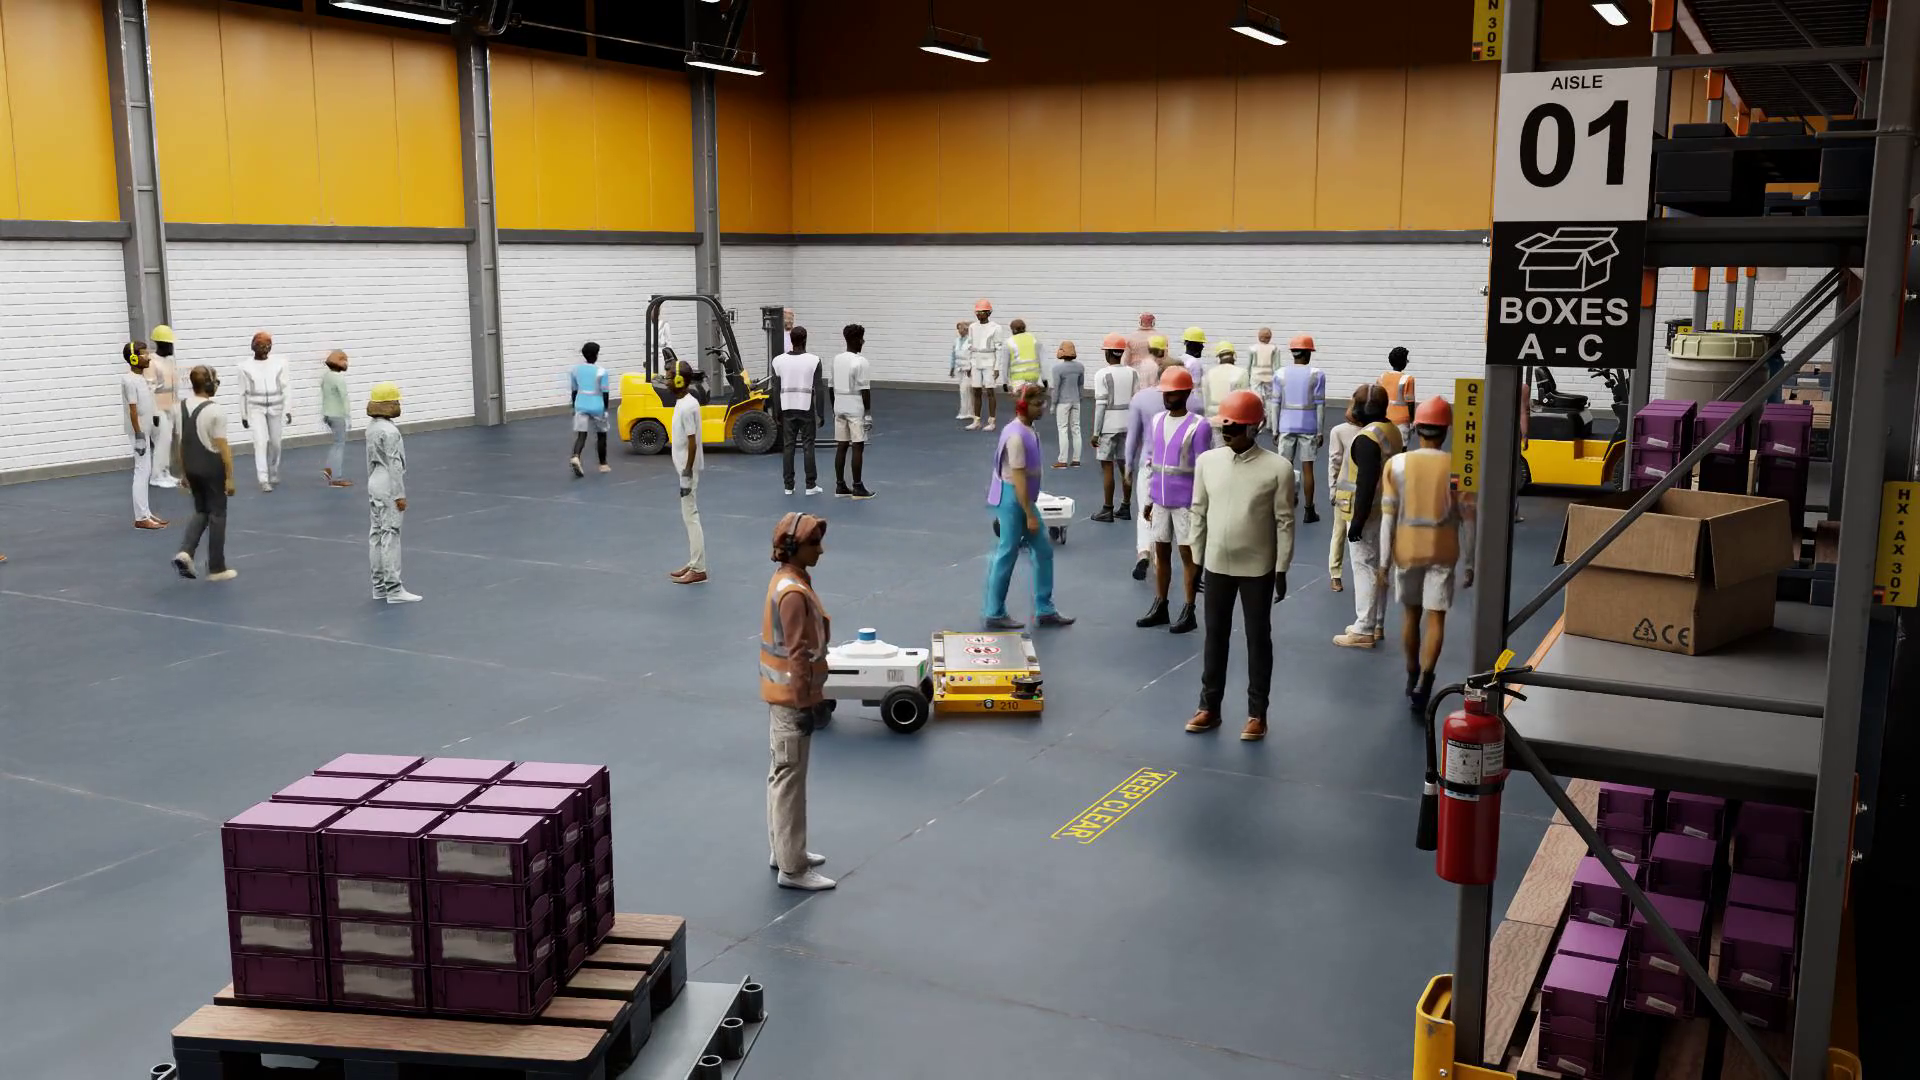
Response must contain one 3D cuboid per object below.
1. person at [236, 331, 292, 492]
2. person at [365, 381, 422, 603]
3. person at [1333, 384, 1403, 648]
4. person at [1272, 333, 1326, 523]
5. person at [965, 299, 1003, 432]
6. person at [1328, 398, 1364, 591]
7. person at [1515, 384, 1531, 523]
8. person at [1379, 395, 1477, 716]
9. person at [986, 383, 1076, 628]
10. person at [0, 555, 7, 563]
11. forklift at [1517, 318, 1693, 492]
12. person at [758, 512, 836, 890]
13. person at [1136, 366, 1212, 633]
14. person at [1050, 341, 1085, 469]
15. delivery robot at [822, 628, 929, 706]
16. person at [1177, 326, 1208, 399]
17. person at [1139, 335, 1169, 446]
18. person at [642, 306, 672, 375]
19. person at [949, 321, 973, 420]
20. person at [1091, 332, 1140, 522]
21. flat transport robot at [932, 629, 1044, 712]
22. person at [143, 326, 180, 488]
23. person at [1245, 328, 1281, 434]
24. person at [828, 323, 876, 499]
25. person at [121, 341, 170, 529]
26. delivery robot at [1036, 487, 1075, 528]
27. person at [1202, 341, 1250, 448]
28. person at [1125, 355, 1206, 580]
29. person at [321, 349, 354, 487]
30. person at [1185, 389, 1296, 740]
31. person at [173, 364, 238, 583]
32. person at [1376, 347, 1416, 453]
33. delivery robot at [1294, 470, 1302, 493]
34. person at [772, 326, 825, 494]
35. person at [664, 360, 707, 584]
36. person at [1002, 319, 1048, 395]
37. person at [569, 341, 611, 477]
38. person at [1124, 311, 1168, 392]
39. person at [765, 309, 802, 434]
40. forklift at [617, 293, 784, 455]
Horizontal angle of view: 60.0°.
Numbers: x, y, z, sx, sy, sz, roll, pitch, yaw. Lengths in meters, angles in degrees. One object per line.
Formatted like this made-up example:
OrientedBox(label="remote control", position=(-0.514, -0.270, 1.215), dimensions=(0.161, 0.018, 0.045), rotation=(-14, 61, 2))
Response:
OrientedBox(label="person", position=(-8.140, -1.521, 19.464), dimensions=(0.561, 1.854, 0.879), rotation=(-6, 11, -31))
OrientedBox(label="person", position=(-4.501, -0.378, 13.124), dimensions=(0.307, 1.745, 0.484), rotation=(-8, 13, -39))
OrientedBox(label="person", position=(2.848, -0.172, 11.648), dimensions=(0.429, 1.841, 0.633), rotation=(5, 11, 29))
OrientedBox(label="person", position=(3.455, -1.138, 16.975), dimensions=(0.545, 1.933, 0.376), rotation=(4, 11, 23))
OrientedBox(label="person", position=(0.356, -2.689, 25.635), dimensions=(0.605, 2.044, 0.375), rotation=(6, 12, 32))
OrientedBox(label="person", position=(3.236, -0.396, 13.548), dimensions=(0.499, 1.633, 0.279), rotation=(-2, 10, -11))
OrientedBox(label="person", position=(5.553, -1.051, 16.981), dimensions=(0.523, 1.760, 0.327), rotation=(7, 12, 34))
OrientedBox(label="person", position=(2.801, 0.085, 10.004), dimensions=(0.555, 1.905, 0.934), rotation=(4, 11, 22))
OrientedBox(label="person", position=(0.525, -0.223, 12.016), dimensions=(0.790, 1.806, 0.584), rotation=(3, 10, 16))
OrientedBox(label="person", position=(-8.760, -0.740, 14.656), dimensions=(0.632, 1.940, 0.372), rotation=(9, 13, 41))
OrientedBox(label="forklift", position=(7.066, -1.601, 18.899), dimensions=(2.313, 2.155, 1.214), rotation=(5, 11, 27))
OrientedBox(label="person", position=(-0.716, 0.691, 7.243), dimensions=(0.314, 1.636, 0.514), rotation=(-2, 10, -9))
OrientedBox(label="person", position=(1.553, -0.296, 12.084), dimensions=(0.544, 1.939, 0.354), rotation=(9, 14, 43))
OrientedBox(label="person", position=(1.369, -1.727, 21.250), dimensions=(0.497, 1.633, 0.285), rotation=(-7, 12, -33))
OrientedBox(label="delivery robot", position=(-0.541, 0.759, 9.705), dimensions=(0.707, 0.478, 0.477), rotation=(0, 10, 3))
OrientedBox(label="person", position=(2.581, -1.436, 18.722), dimensions=(0.381, 1.923, 0.591), rotation=(-4, 10, -20))
OrientedBox(label="person", position=(2.322, -1.673, 20.601), dimensions=(0.489, 1.742, 0.535), rotation=(-2, 10, -13))
OrientedBox(label="person", position=(-5.181, -3.087, 28.396), dimensions=(0.585, 1.882, 0.337), rotation=(6, 11, 31))
OrientedBox(label="person", position=(0.014, -2.775, 27.337), dimensions=(0.669, 1.614, 0.547), rotation=(-9, 14, -43))
OrientedBox(label="person", position=(1.567, -1.150, 17.028), dimensions=(0.552, 1.937, 0.356), rotation=(-7, 12, -35))
OrientedBox(label="flat transport robot", position=(0.154, 0.807, 10.521), dimensions=(0.652, 0.197, 1.431), rotation=(0, 10, -1))
OrientedBox(label="person", position=(-9.325, -1.558, 19.506), dimensions=(0.492, 1.901, 0.589), rotation=(1, 10, 5))
OrientedBox(label="person", position=(4.631, -2.440, 25.479), dimensions=(0.520, 1.600, 0.846), rotation=(1, 10, 7))
OrientedBox(label="person", position=(-1.208, -1.439, 18.618), dimensions=(0.612, 1.964, 0.364), rotation=(9, 13, 43))
OrientedBox(label="person", position=(-8.144, -1.042, 16.589), dimensions=(0.328, 1.876, 0.514), rotation=(-3, 10, -18))
OrientedBox(label="delivery robot", position=(0.720, -0.281, 15.727), dimensions=(0.707, 0.478, 0.477), rotation=(-2, 10, -10))
OrientedBox(label="person", position=(2.923, -1.277, 18.219), dimensions=(0.633, 1.782, 0.543), rotation=(7, 12, 37))
OrientedBox(label="person", position=(1.725, -0.590, 13.934), dimensions=(0.668, 1.903, 0.853), rotation=(1, 10, 4))
OrientedBox(label="person", position=(-7.352, -1.436, 19.613), dimensions=(0.602, 1.614, 0.388), rotation=(9, 13, 41))
OrientedBox(label="person", position=(1.580, 0.139, 9.414), dimensions=(0.612, 1.991, 0.392), rotation=(6, 11, 31))
OrientedBox(label="person", position=(-6.275, -0.537, 13.789), dimensions=(0.532, 1.830, 0.466), rotation=(3, 10, 17))
OrientedBox(label="person", position=(4.921, -1.330, 18.773), dimensions=(0.318, 1.697, 0.535), rotation=(-7, 12, -36))
OrientedBox(label="delivery robot", position=(3.421, -0.681, 18.046), dimensions=(0.477, 0.478, 0.707), rotation=(-3, 10, -14))
OrientedBox(label="person", position=(-1.832, -1.469, 18.931), dimensions=(0.596, 1.918, 0.380), rotation=(2, 10, 11))
OrientedBox(label="person", position=(-2.284, -0.563, 13.846), dimensions=(0.309, 1.864, 0.535), rotation=(-2, 10, -10))
OrientedBox(label="person", position=(0.969, -2.386, 24.695), dimensions=(0.659, 1.777, 0.981), rotation=(-4, 11, -23))
OrientedBox(label="person", position=(-4.574, -1.607, 20.476), dimensions=(0.536, 1.673, 0.774), rotation=(2, 10, 9))
OrientedBox(label="person", position=(2.702, -2.358, 24.115), dimensions=(0.652, 1.906, 0.402), rotation=(2, 10, 12))
OrientedBox(label="person", position=(-2.617, -2.538, 25.156), dimensions=(0.643, 1.908, 0.411), rotation=(-6, 12, -33))
OrientedBox(label="forklift", position=(-3.588, -2.317, 23.042), dimensions=(2.313, 2.155, 1.214), rotation=(-1, 10, -5))
